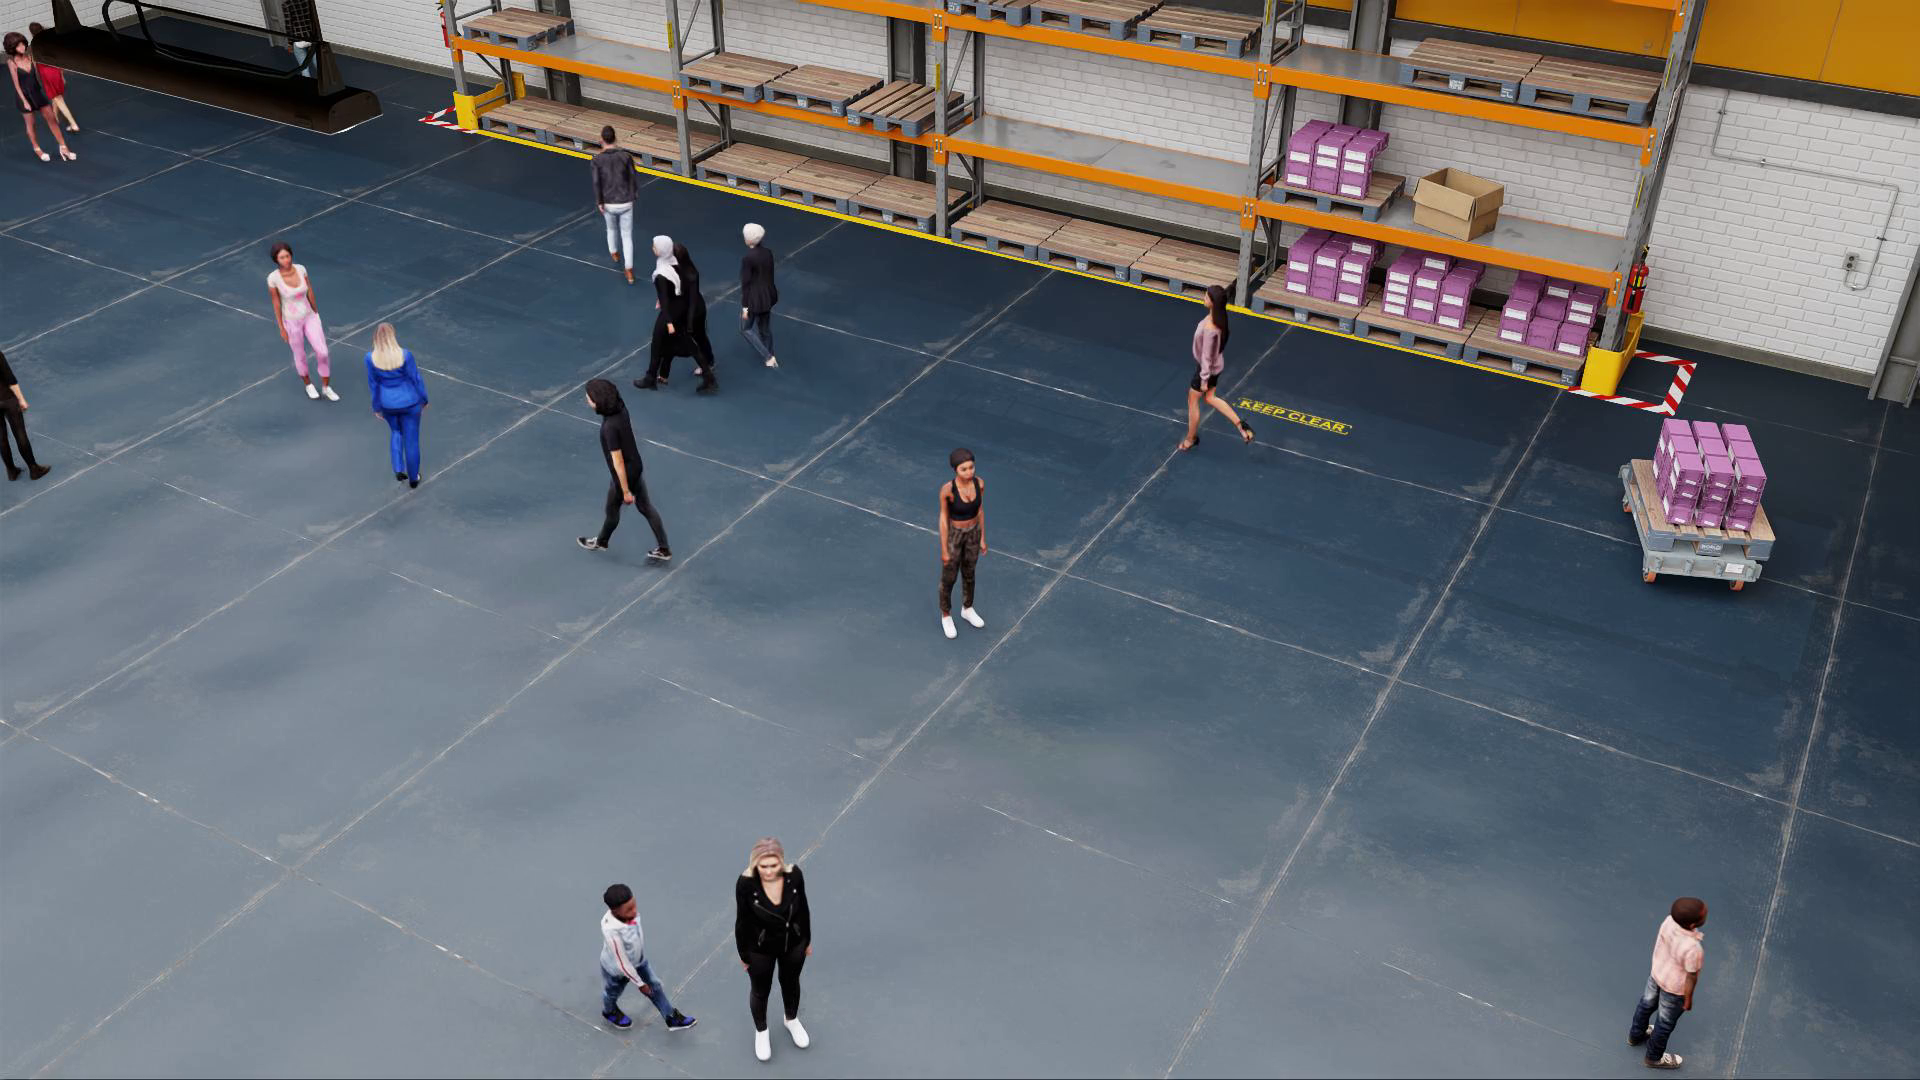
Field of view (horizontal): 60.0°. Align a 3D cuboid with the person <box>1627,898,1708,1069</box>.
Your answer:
[{"bbox_3d":[4.255,2.625,9.967,0.645,1.307,0.587,-8,34,-11],"label":"person"}]

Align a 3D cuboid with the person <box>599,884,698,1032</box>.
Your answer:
[{"bbox_3d":[-2.101,2.549,10.151,0.869,1.230,0.524,13,36,19],"label":"person"}]

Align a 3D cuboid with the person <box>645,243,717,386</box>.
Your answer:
[{"bbox_3d":[-2.759,-2.361,17.235,1.063,1.566,0.876,29,43,36],"label":"person"}]

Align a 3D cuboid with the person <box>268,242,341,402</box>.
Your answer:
[{"bbox_3d":[-6.748,-2.235,16.900,0.737,1.725,0.835,-27,42,-34],"label":"person"}]

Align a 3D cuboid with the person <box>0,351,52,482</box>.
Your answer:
[{"bbox_3d":[-9.008,-1.309,15.583,0.615,1.641,0.725,-1,34,-1],"label":"person"}]

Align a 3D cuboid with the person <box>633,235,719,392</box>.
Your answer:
[{"bbox_3d":[-2.829,-2.257,16.924,1.200,1.735,0.828,7,34,11],"label":"person"}]

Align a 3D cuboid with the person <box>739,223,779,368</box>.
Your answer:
[{"bbox_3d":[-2.114,-2.485,17.675,0.733,1.765,0.794,24,41,32],"label":"person"}]

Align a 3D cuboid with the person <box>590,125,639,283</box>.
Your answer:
[{"bbox_3d":[-3.949,-3.862,19.276,1.115,1.804,1.160,-7,34,-11],"label":"person"}]

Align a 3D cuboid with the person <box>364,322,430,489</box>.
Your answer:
[{"bbox_3d":[-5.193,-1.193,15.365,0.722,1.688,0.806,-1,34,-2],"label":"person"}]

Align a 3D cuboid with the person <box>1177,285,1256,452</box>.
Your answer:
[{"bbox_3d":[2.457,-1.583,15.860,0.985,1.791,0.666,14,36,20],"label":"person"}]

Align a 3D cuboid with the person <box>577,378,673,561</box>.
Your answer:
[{"bbox_3d":[-2.810,-0.562,14.327,1.201,1.788,0.923,7,34,10],"label":"person"}]

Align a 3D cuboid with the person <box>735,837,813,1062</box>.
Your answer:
[{"bbox_3d":[-1.106,2.411,9.947,0.698,1.685,0.734,-12,36,-18],"label":"person"}]

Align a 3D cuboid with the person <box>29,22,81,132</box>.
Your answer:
[{"bbox_3d":[-12.828,-6.508,23.529,1.062,1.503,0.552,17,37,24],"label":"person"}]

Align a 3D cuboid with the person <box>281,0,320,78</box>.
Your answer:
[{"bbox_3d":[-9.678,-7.373,24.545,0.621,1.820,0.719,27,42,34],"label":"person"}]

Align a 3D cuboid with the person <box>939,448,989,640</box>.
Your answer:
[{"bbox_3d":[0.012,-0.008,13.573,0.661,1.700,0.683,-17,37,-24],"label":"person"}]

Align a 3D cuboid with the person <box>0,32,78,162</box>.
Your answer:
[{"bbox_3d":[-12.617,-5.964,22.472,0.889,1.768,0.644,14,36,20],"label":"person"}]
